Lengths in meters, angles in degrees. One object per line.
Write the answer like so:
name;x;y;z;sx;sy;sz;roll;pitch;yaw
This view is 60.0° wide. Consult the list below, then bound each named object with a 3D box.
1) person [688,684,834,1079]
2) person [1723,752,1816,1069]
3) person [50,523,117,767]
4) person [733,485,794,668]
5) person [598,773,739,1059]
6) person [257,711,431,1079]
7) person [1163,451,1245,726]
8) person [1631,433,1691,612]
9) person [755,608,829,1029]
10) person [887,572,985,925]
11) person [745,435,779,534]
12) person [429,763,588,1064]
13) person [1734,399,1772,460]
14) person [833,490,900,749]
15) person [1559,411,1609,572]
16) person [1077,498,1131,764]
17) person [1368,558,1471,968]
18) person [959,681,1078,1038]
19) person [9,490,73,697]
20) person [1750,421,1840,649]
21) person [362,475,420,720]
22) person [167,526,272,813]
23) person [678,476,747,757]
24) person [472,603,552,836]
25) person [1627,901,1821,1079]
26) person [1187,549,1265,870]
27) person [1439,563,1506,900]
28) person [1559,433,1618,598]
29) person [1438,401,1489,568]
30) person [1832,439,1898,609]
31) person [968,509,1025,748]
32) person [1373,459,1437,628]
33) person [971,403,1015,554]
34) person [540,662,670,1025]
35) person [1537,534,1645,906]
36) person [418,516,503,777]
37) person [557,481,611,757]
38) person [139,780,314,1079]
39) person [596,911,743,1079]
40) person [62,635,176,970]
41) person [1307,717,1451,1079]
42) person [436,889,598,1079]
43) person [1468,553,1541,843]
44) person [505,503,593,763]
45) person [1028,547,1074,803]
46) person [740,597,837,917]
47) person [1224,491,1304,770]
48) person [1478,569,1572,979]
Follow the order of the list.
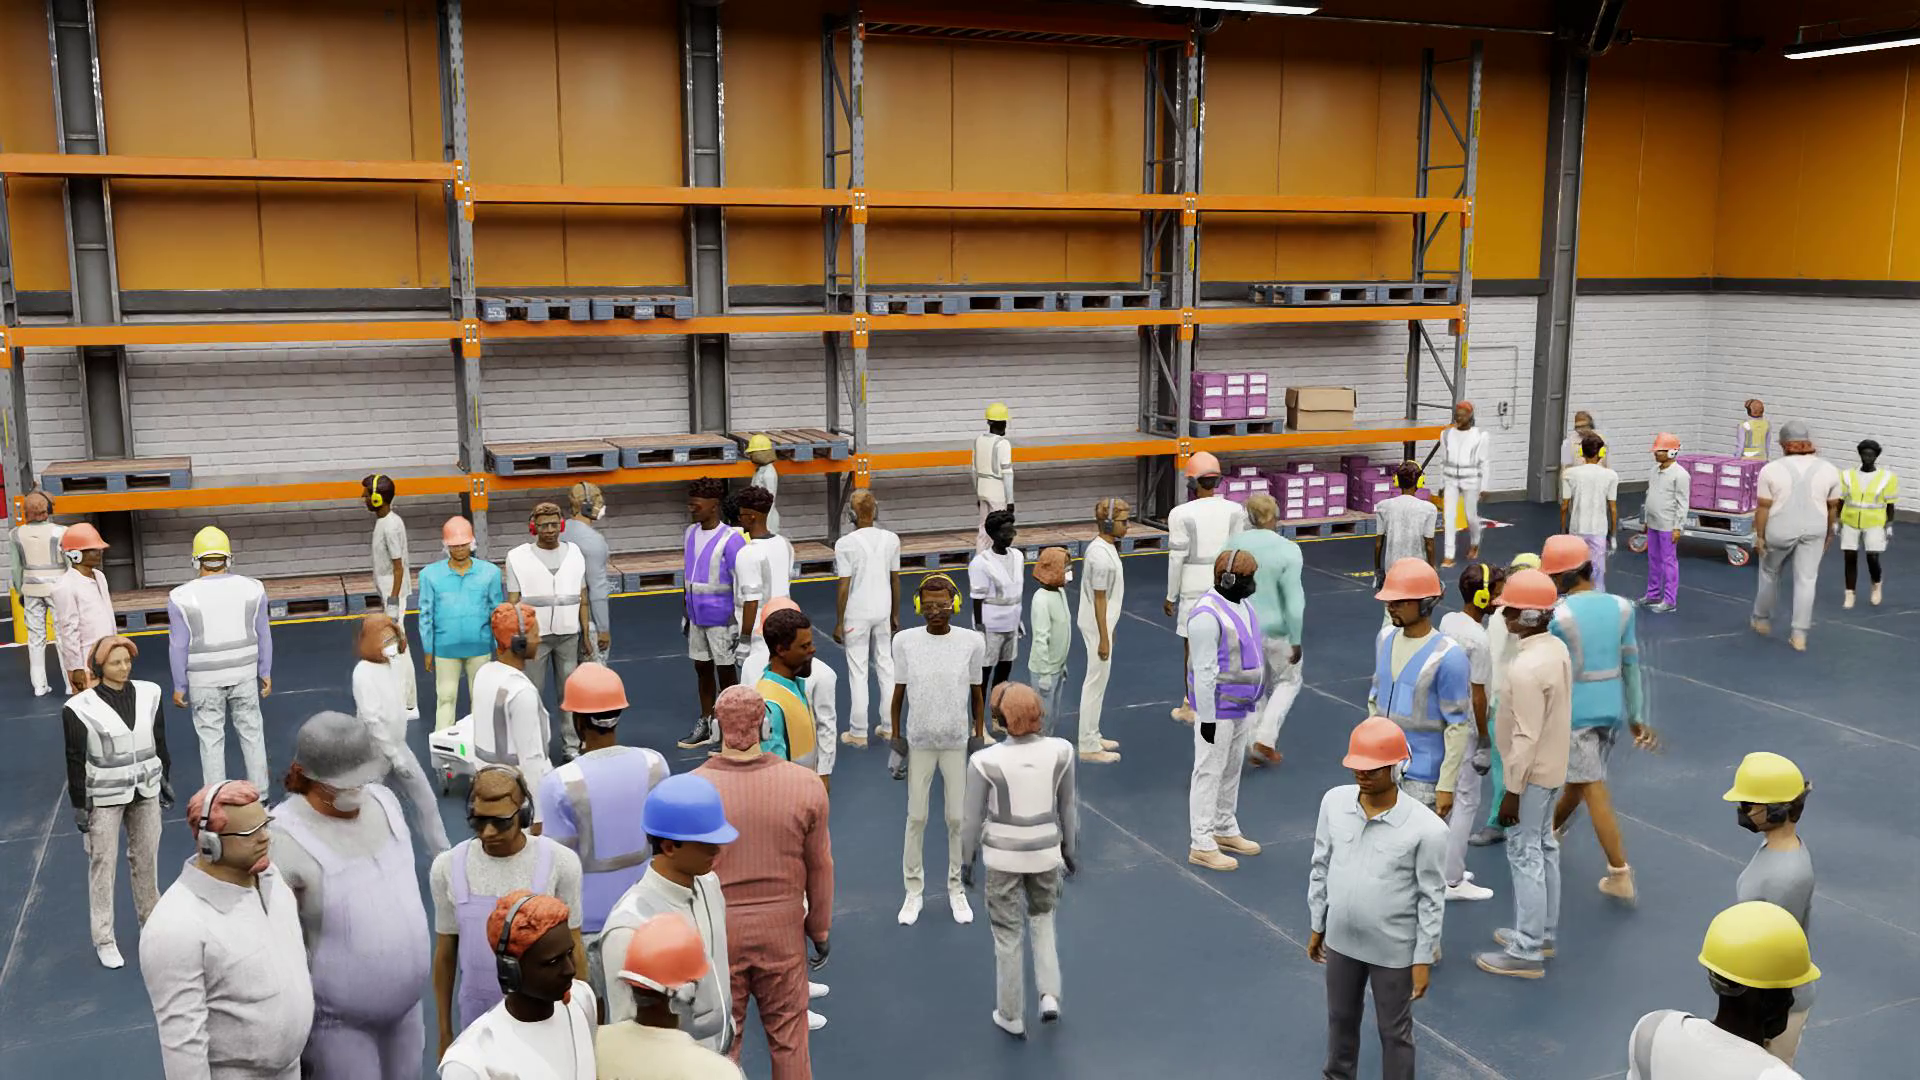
person;-0.806;1.479;6.299;0.652;1.899;0.402;-2;10;-14
person;2.857;1.615;5.935;0.344;1.756;0.532;4;11;22
person;-5.671;0.757;10.867;0.319;1.755;0.563;-1;10;-5
person;-1.327;0.608;11.124;0.362;1.963;0.613;4;11;21
person;-0.870;1.660;5.155;0.408;1.940;0.605;3;10;18
person;-2.168;1.502;5.757;0.728;2.000;0.695;4;11;23
person;1.797;0.360;12.327;0.605;2.045;0.379;-3;10;-17
person;6.853;-0.175;16.245;0.334;1.749;0.575;-2;10;-11
person;-0.806;1.248;7.576;0.392;1.919;0.590;0;10;-1
person;-0.116;1.085;8.675;0.530;1.864;0.323;0;10;-2
person;-1.924;-0.164;16.239;0.321;1.737;0.484;-3;10;-17
person;-1.515;1.630;5.624;0.511;1.836;0.357;0;10;-3
person;10.072;-0.974;21.173;0.514;1.642;0.310;-3;10;-16
person;-0.662;0.559;11.778;0.517;1.836;0.341;-6;12;-31
person;6.746;-0.509;18.018;0.538;1.804;0.472;1;10;6
person;0.987;0.618;11.456;0.350;1.836;0.504;1;10;7
person;2.176;1.092;8.116;0.386;2.041;0.615;-5;11;-25
person;0.258;1.420;7.384;0.546;1.625;0.358;-3;10;-19
person;-7.175;0.428;13.091;0.512;1.644;0.311;0;10;-2
person;7.476;-0.097;14.971;0.699;2.000;0.973;3;10;15
person;-4.257;0.435;12.413;0.323;1.865;0.518;-4;11;-21
person;-4.552;0.826;10.254;0.598;1.830;0.403;-8;13;-38
person;-1.734;0.525;11.601;0.616;1.964;0.361;9;13;41
person;-2.091;1.222;7.826;0.357;1.883;0.574;-7;12;-37
person;1.924;1.832;4.185;0.363;1.928;0.587;-4;11;-24
person;1.525;0.954;9.523;0.429;1.837;0.624;6;12;32
person;2.741;1.035;9.006;0.340;1.855;0.525;-1;10;-8
person;5.727;-0.045;15.185;0.521;1.865;0.328;4;11;24
person;5.662;-0.645;18.681;0.584;1.855;0.884;6;12;33
person;8.858;-0.152;16.317;0.540;1.683;0.360;8;13;40
person;0.272;0.616;11.852;0.320;1.695;0.537;9;13;41
person;3.558;0.289;13.281;0.511;1.860;0.332;6;12;32
person;0.367;-0.470;17.447;0.373;1.928;0.584;-8;12;-38
person;-1.391;1.427;6.514;0.543;1.928;0.379;-8;13;-40
person;3.402;0.944;9.179;0.669;1.963;1.083;-4;11;-21
person;-3.334;0.705;11.177;0.565;1.752;0.338;-4;11;-21
person;-2.597;0.556;11.505;0.362;1.938;0.631;-8;12;-37
person;-2.209;1.670;5.175;0.406;1.911;0.639;1;10;5
person;-0.806;1.860;4.550;0.571;1.735;0.378;4;11;21
person;-4.146;1.271;8.233;0.305;1.643;0.522;6;12;31
person;1.580;1.531;6.421;0.559;1.752;0.325;9;13;42
person;-1.094;1.825;4.356;0.356;1.883;0.572;3;10;19
person;3.272;0.947;9.909;0.638;1.718;0.322;-8;13;-40
person;-2.757;0.655;11.202;0.564;1.846;0.390;-6;11;-30
person;0.588;0.848;10.696;0.280;1.634;0.498;3;10;18
person;-0.912;1.151;8.606;0.560;1.752;0.326;4;11;22
person;2.065;0.619;11.225;0.433;1.911;0.657;-9;14;-43
person;2.746;1.125;8.098;0.412;1.985;0.630;6;12;32
